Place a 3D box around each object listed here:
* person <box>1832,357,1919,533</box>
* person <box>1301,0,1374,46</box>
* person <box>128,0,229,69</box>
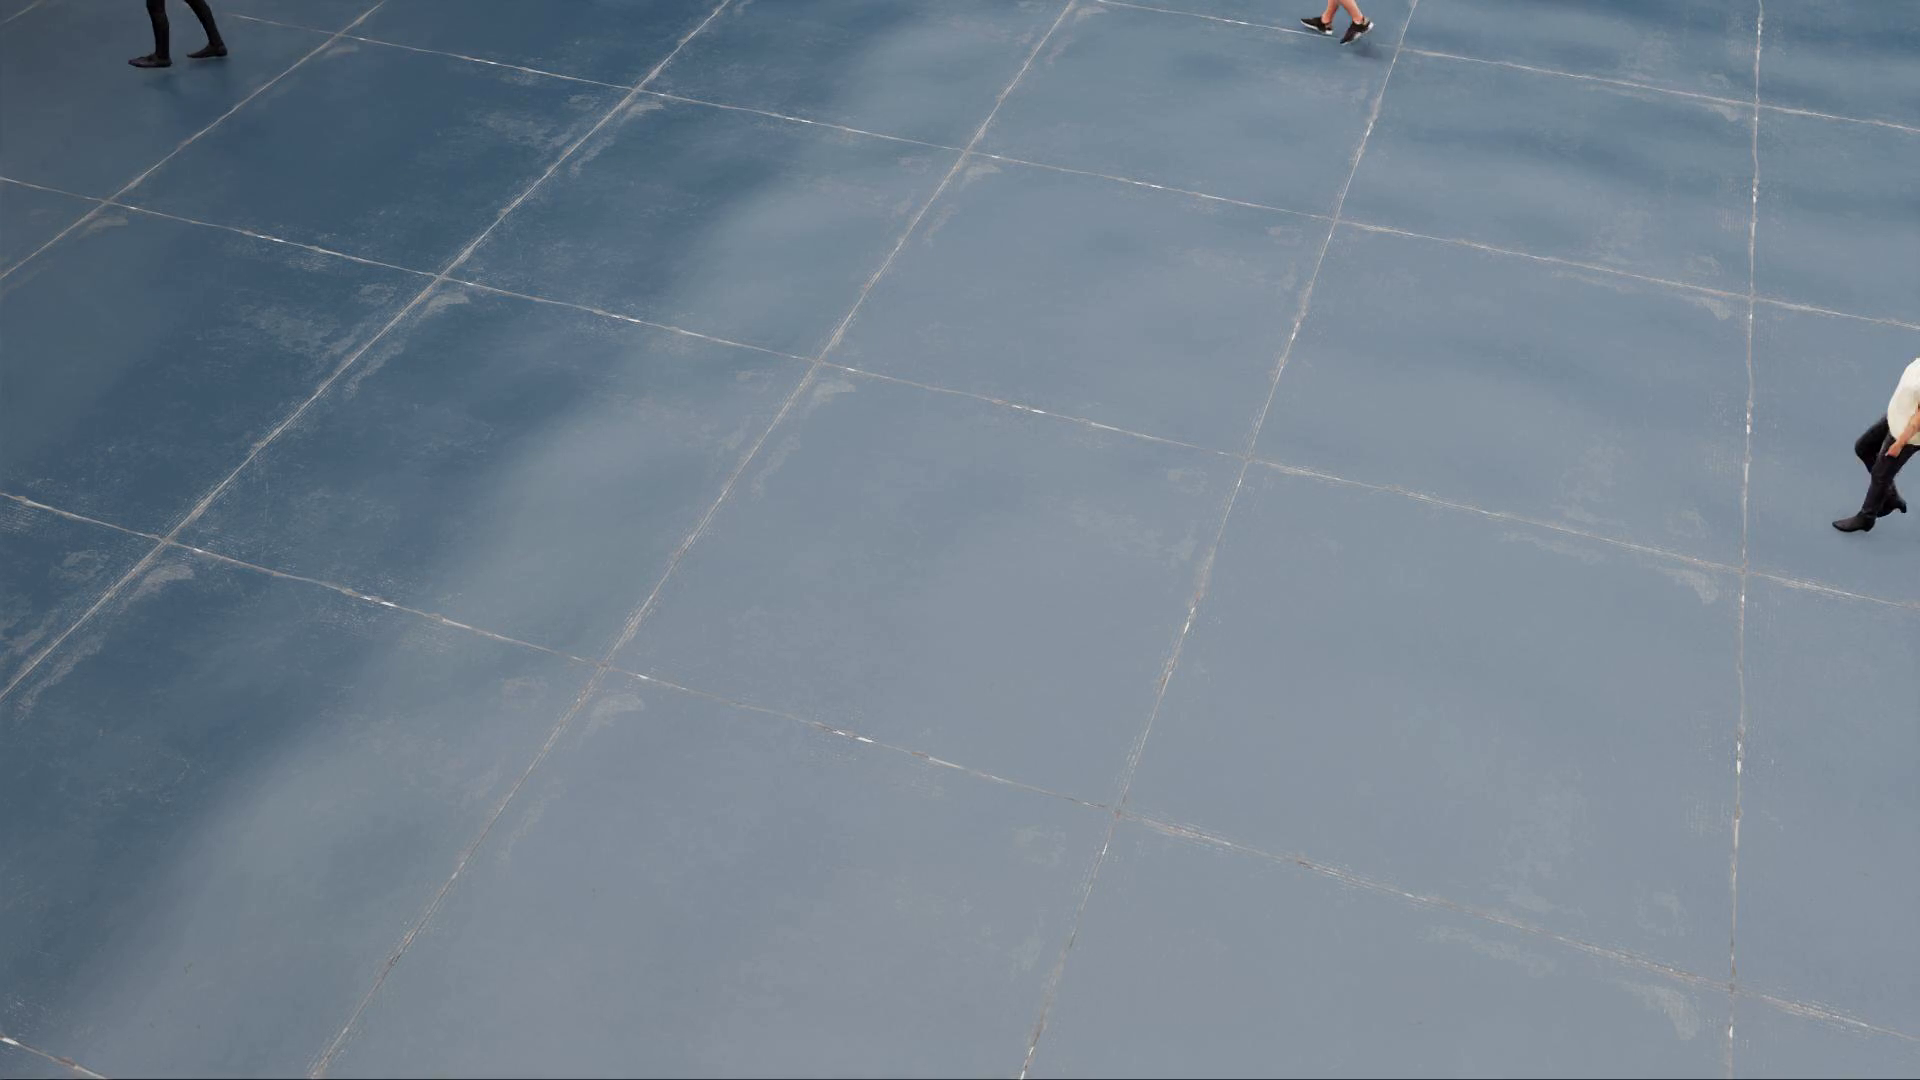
[{"bbox_3d":[5.522,-0.631,9.591,0.615,1.578,0.592,14,45,15],"label":"person"},{"bbox_3d":[3.389,-5.146,14.228,1.055,1.849,0.863,26,49,25],"label":"person"},{"bbox_3d":[-6.575,-4.898,13.929,1.173,1.894,1.063,-10,44,-11],"label":"person"}]
